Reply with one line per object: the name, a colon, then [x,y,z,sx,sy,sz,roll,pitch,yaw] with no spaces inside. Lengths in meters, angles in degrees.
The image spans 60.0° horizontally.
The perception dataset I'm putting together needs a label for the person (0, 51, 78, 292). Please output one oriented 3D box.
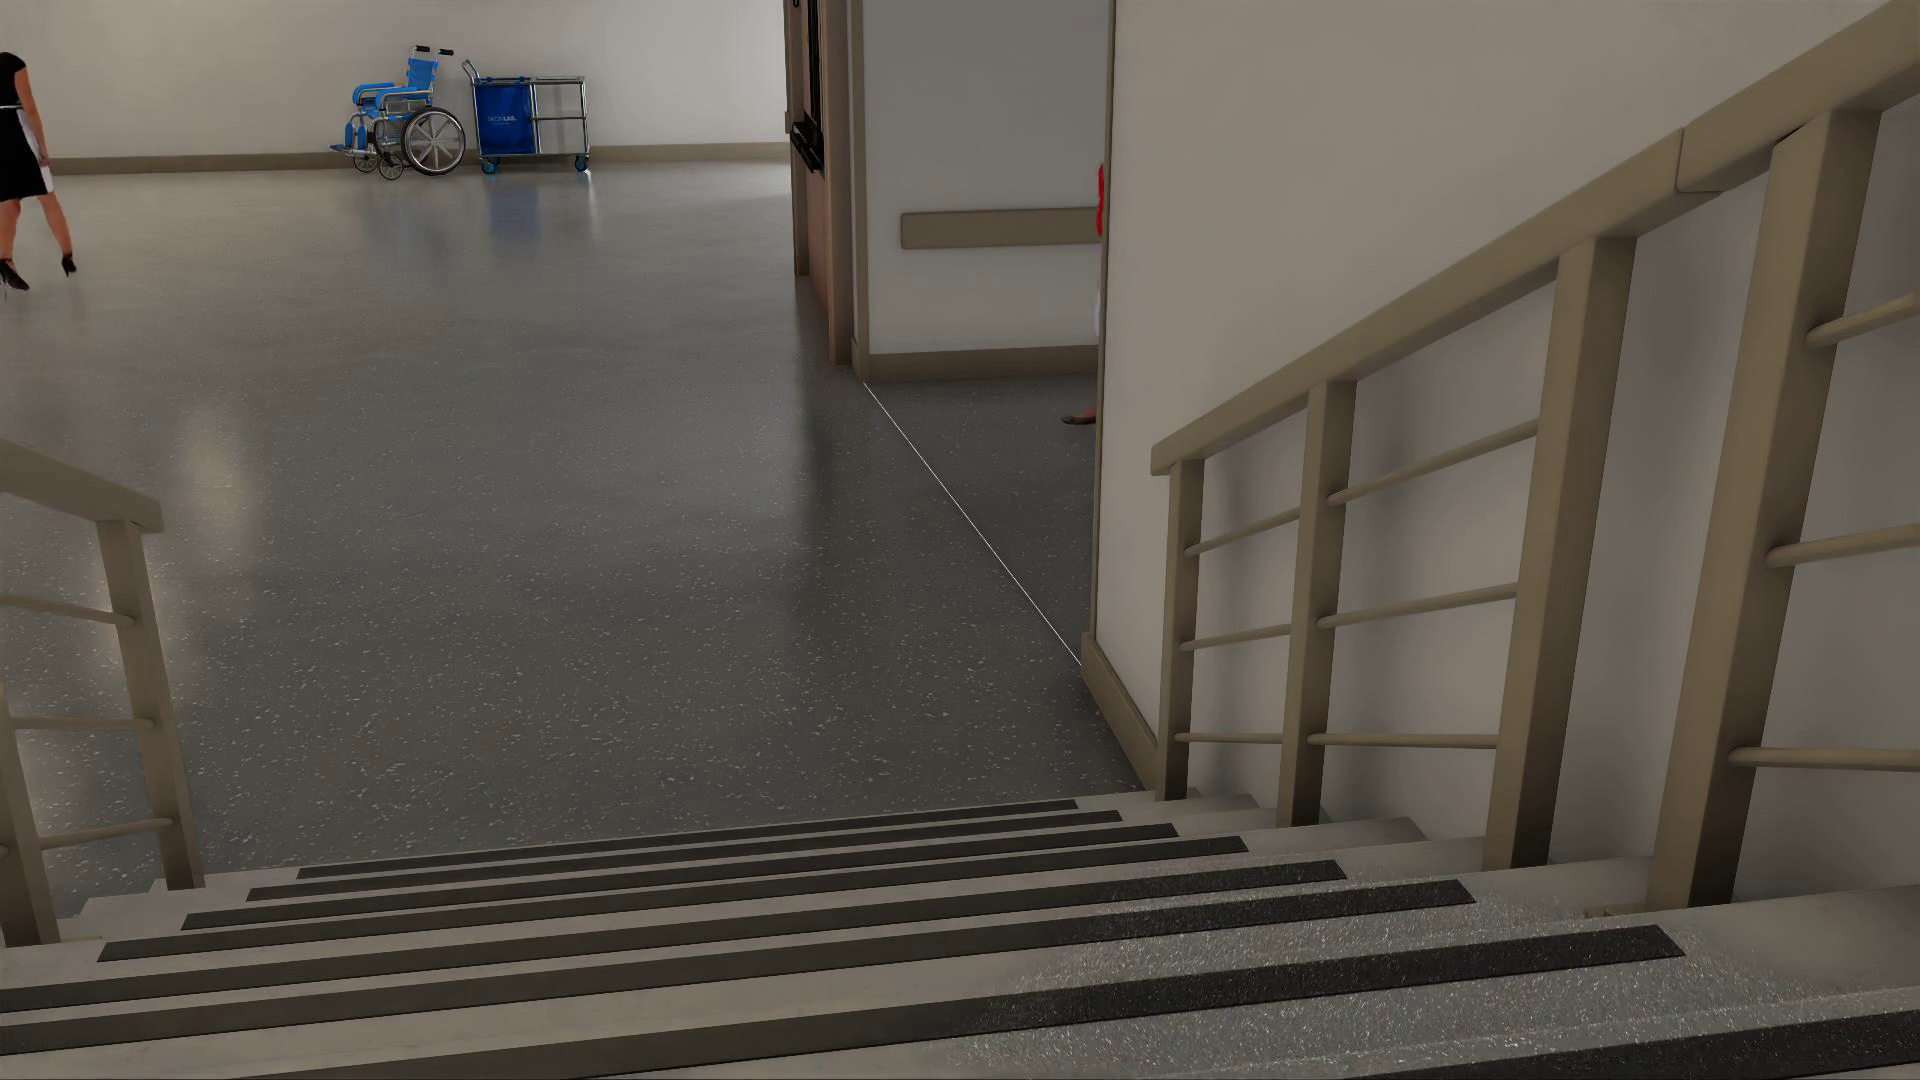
person: [-6.181,-2.464,10.744,0.611,1.750,1.066,-2,21,-6]
